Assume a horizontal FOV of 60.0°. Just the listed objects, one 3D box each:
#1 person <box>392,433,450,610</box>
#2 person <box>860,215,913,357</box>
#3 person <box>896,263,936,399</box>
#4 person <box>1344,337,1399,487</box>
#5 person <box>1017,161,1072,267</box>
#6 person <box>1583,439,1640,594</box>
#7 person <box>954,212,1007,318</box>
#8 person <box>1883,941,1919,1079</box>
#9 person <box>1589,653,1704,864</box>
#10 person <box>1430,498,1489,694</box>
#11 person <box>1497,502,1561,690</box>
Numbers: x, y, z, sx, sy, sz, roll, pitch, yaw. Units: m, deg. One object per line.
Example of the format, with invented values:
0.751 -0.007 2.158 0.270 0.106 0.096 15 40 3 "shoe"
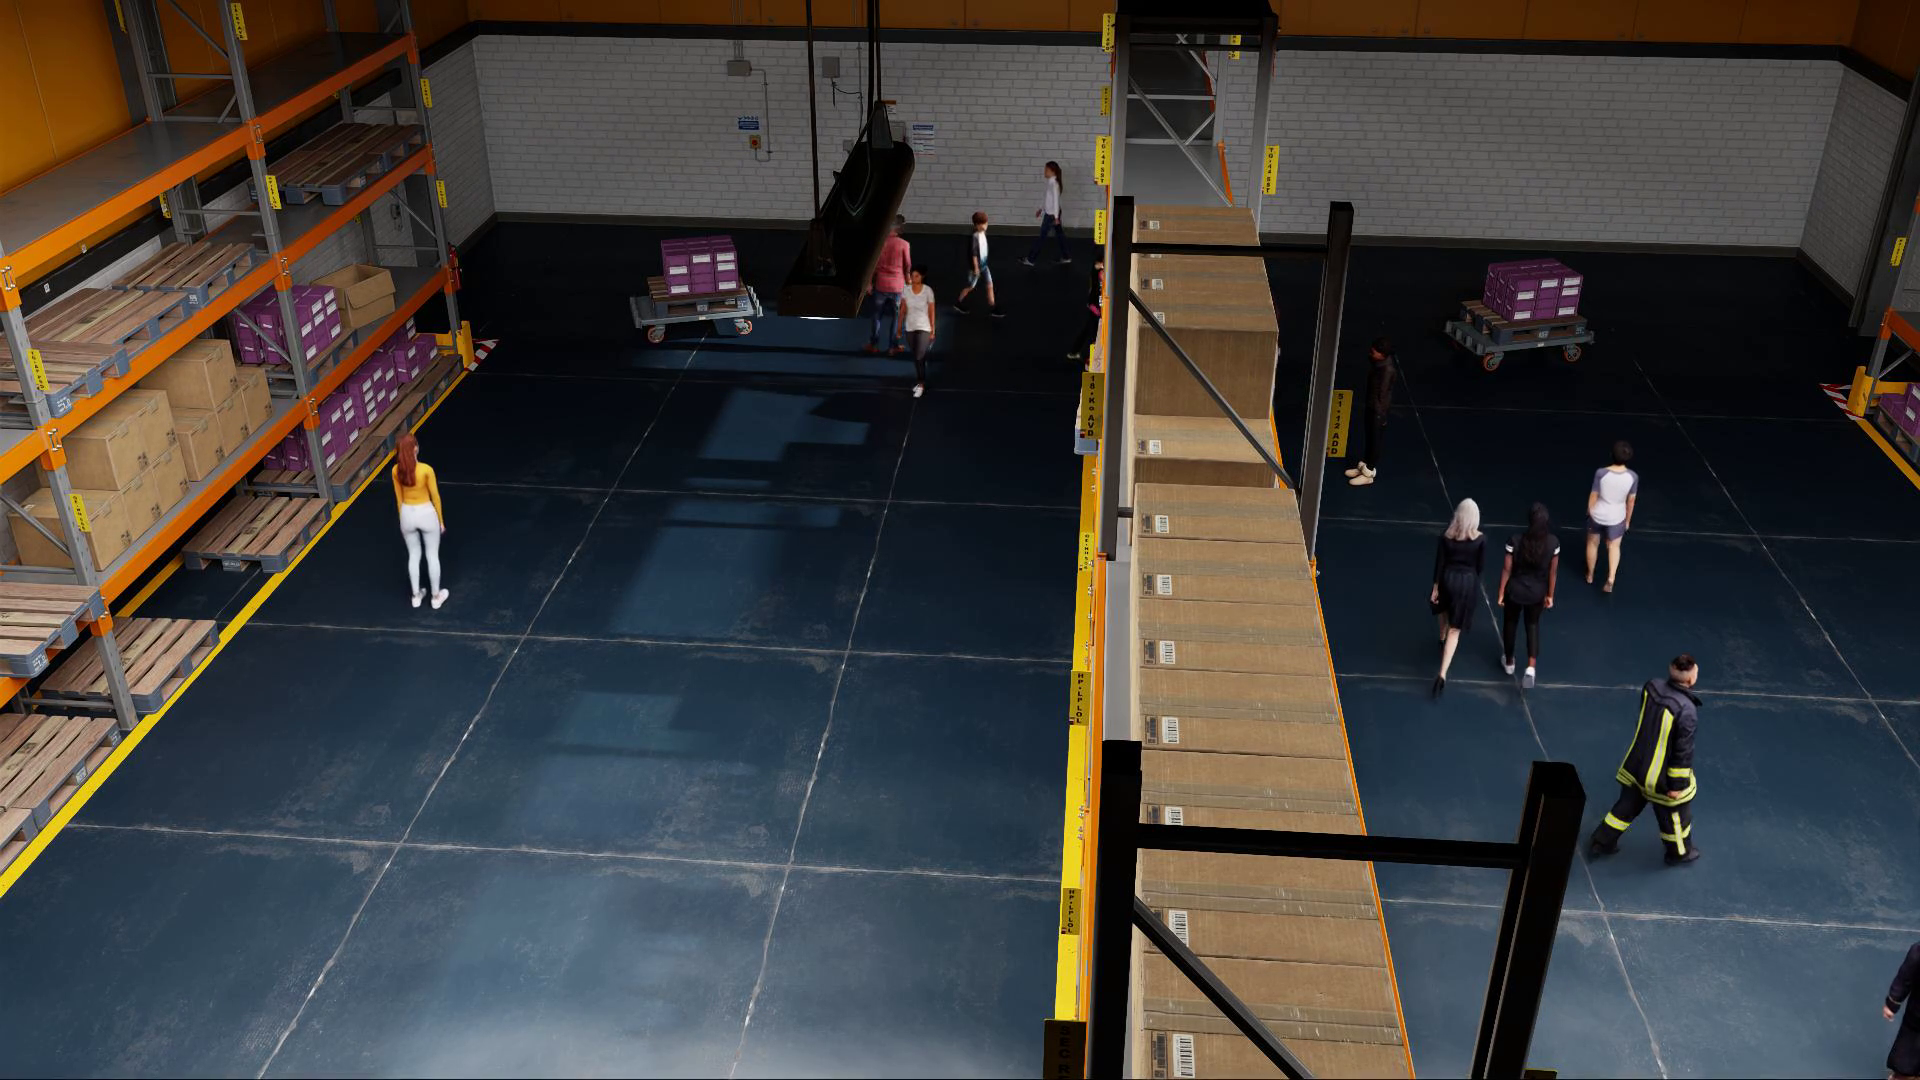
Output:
-5.021 -0.162 15.412 0.588 1.741 0.534 1 29 1 "person"
-0.929 -3.195 20.894 0.875 1.817 0.607 1 29 1 "person"
-0.456 -2.549 19.904 0.728 1.630 0.809 16 33 27 "person"
4.465 -1.391 17.748 0.665 1.661 0.600 15 32 26 "person"
1.411 -4.674 23.921 0.732 1.514 1.017 -3 29 -6 "person"
6.126 -0.208 15.695 0.622 1.551 0.841 6 29 11 "person"
0.186 -3.660 22.169 0.891 1.411 0.995 16 33 27 "person"
5.838 2.868 9.940 0.851 1.662 0.864 17 33 28 "person"
5.014 1.614 12.071 1.065 1.823 1.123 -8 30 -14 "person"
4.254 0.508 14.240 0.784 1.686 1.232 9 30 16 "person"
4.847 0.500 14.227 0.635 1.712 0.951 4 29 8 "person"
